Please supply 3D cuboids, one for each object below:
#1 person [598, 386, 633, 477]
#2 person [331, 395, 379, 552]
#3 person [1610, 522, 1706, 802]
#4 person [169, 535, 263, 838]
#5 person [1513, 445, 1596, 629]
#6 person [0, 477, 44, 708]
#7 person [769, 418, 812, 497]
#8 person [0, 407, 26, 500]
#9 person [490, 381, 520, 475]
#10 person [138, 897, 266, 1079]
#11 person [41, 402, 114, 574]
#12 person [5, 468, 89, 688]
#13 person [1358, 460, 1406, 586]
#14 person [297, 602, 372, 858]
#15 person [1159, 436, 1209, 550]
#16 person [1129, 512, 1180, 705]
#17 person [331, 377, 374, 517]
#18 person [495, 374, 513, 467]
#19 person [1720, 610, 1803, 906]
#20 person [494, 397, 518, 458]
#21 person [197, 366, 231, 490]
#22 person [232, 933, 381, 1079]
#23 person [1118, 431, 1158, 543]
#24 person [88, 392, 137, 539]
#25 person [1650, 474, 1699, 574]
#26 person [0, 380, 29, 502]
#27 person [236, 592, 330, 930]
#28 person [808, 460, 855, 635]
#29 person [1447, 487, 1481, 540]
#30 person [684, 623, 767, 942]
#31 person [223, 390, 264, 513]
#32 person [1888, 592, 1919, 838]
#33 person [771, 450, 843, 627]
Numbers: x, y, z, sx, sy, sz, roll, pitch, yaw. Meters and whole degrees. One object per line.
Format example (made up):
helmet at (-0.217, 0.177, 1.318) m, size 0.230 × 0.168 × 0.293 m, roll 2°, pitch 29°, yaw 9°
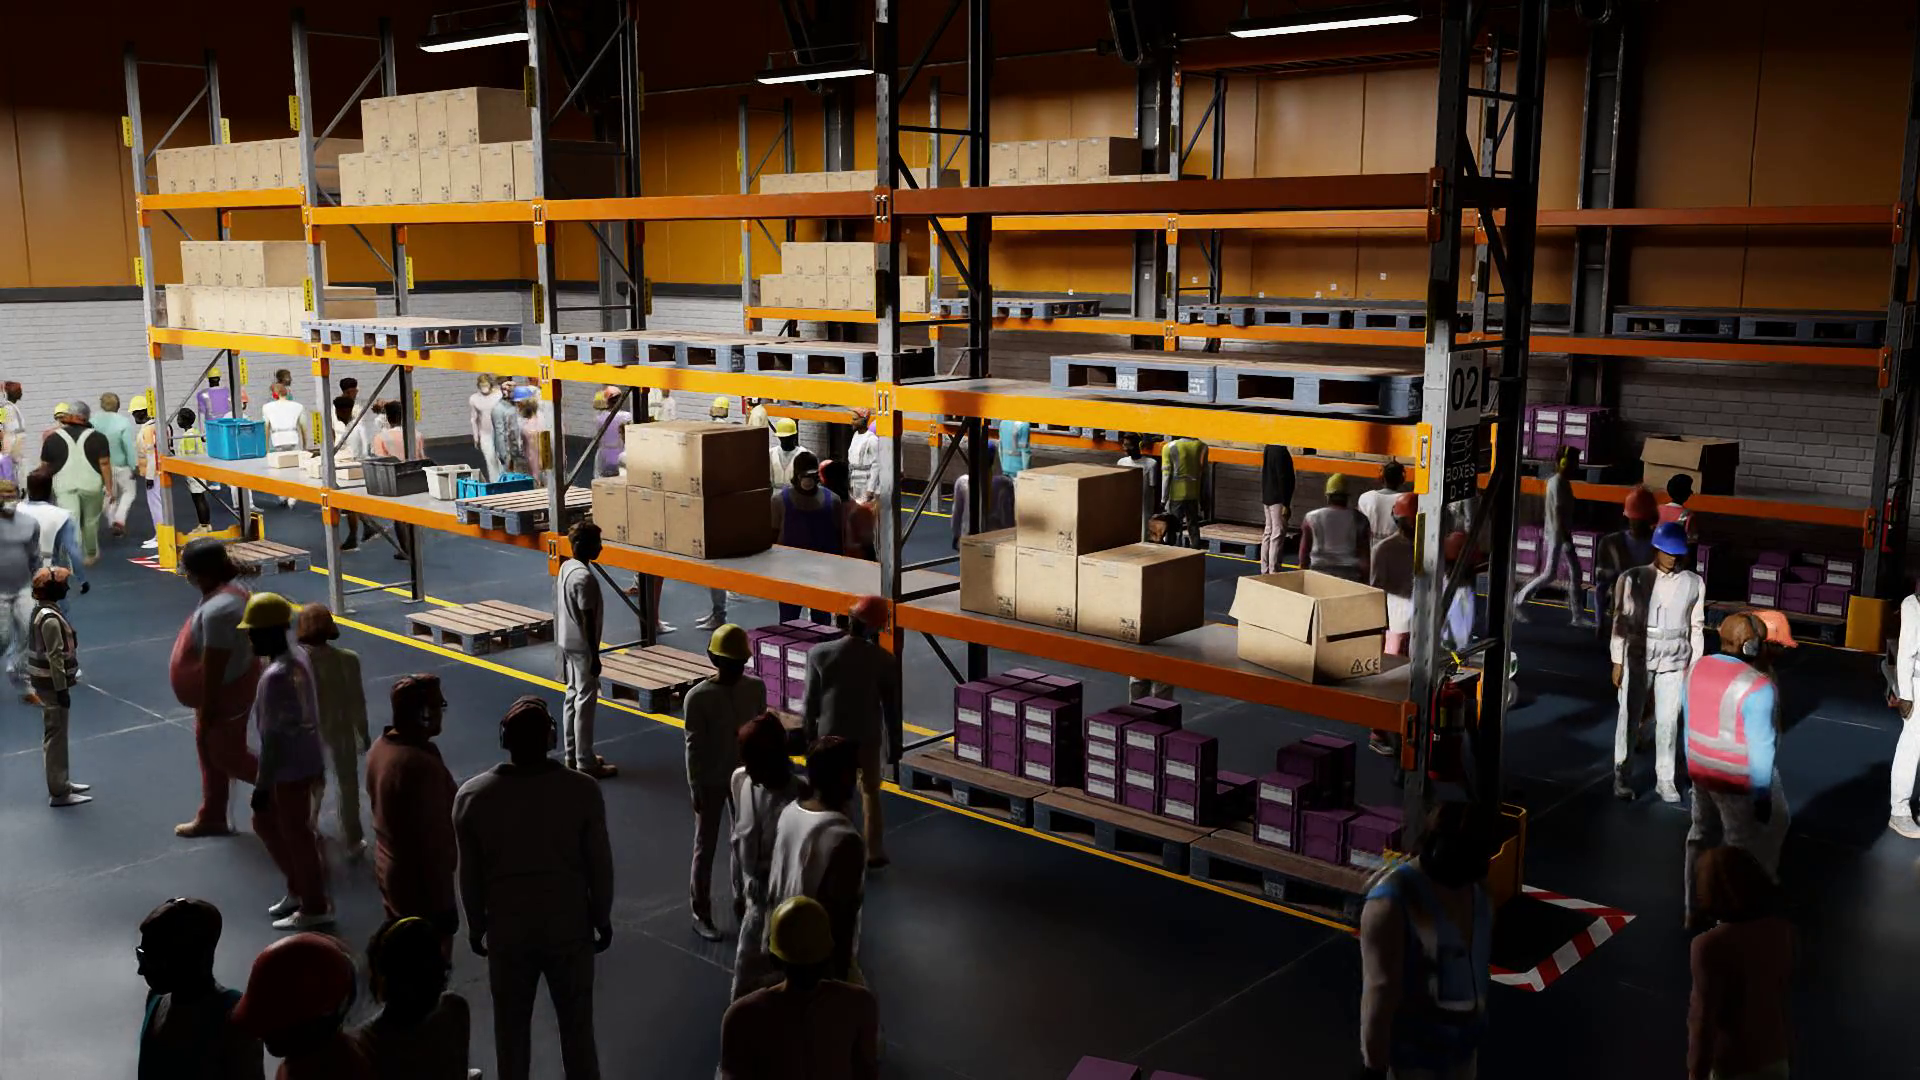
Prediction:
person at (-4.338, -0.979, 21.420) m, size 0.685 × 1.981 × 0.408 m, roll 7°, pitch 13°, yaw 36°
person at (-7.565, -0.831, 20.616) m, size 0.444 × 1.953 × 0.671 m, roll -2°, pitch 10°, yaw -11°
person at (4.741, 0.826, 11.320) m, size 0.605 × 1.939 × 0.416 m, roll 1°, pitch 10°, yaw 7°
person at (-4.576, 0.912, 10.533) m, size 0.820 × 2.000 × 0.682 m, roll -4°, pitch 11°, yaw -20°
person at (5.917, -0.037, 16.500) m, size 0.881 × 1.832 × 0.525 m, roll 6°, pitch 12°, yaw 33°
person at (-7.816, 0.425, 13.623) m, size 0.619 × 1.920 × 0.628 m, roll 6°, pitch 12°, yaw 32°
person at (-1.868, -0.386, 18.225) m, size 0.589 × 1.918 × 0.399 m, roll 3°, pitch 10°, yaw 15°
person at (-11.507, -0.674, 19.902) m, size 0.464 × 1.903 × 0.584 m, roll 10°, pitch 14°, yaw 44°
person at (-6.238, -1.257, 23.177) m, size 0.409 × 1.909 × 0.641 m, roll 2°, pitch 10°, yaw 14°
person at (-2.319, 1.972, 5.098) m, size 0.506 × 1.846 × 0.346 m, roll 6°, pitch 12°, yaw 29°
person at (-10.292, -0.654, 19.391) m, size 0.751 × 2.000 × 1.002 m, roll -4°, pitch 11°, yaw -24°
person at (-7.857, 0.352, 14.180) m, size 0.648 × 1.879 × 0.745 m, roll 0°, pitch 10°, yaw 0°
person at (3.887, 0.193, 15.203) m, size 0.584 × 1.833 × 0.408 m, roll 7°, pitch 12°, yaw 36°
person at (-3.883, 1.196, 10.128) m, size 0.526 × 1.617 × 0.500 m, roll -1°, pitch 10°, yaw -4°
person at (2.535, -0.516, 18.928) m, size 0.595 × 1.924 × 0.374 m, roll -4°, pitch 11°, yaw -22°
person at (1.473, 0.702, 12.330) m, size 0.429 × 1.832 × 0.630 m, roll -7°, pitch 12°, yaw -36°
person at (-8.502, -1.291, 23.199) m, size 0.607 × 1.966 × 0.373 m, roll 6°, pitch 12°, yaw 31°
person at (-7.670, -2.051, 28.130) m, size 0.297 × 1.744 × 0.487 m, roll 2°, pitch 10°, yaw 9°
person at (4.566, 1.261, 9.416) m, size 0.583 × 1.732 × 0.568 m, roll -10°, pitch 14°, yaw -43°
person at (-6.412, -1.279, 23.784) m, size 0.573 × 1.738 × 0.352 m, roll 6°, pitch 11°, yaw 29°
person at (-11.534, -1.734, 25.855) m, size 0.588 × 1.919 × 0.401 m, roll -9°, pitch 14°, yaw -43°
person at (-1.760, 2.004, 4.563) m, size 0.506 × 1.974 × 0.635 m, roll -7°, pitch 12°, yaw -34°
person at (1.869, -0.254, 17.666) m, size 0.529 × 1.856 × 0.336 m, roll 8°, pitch 13°, yaw 38°
person at (-10.916, -0.957, 21.478) m, size 0.636 × 1.915 × 0.419 m, roll 1°, pitch 10°, yaw 3°
person at (6.590, 0.230, 15.365) m, size 0.316 × 1.695 × 0.542 m, roll -5°, pitch 11°, yaw -26°
person at (-13.664, -1.358, 23.883) m, size 0.646 × 1.869 × 0.597 m, roll -6°, pitch 11°, yaw -29°
person at (-3.743, 1.229, 9.128) m, size 0.502 × 1.910 × 0.586 m, roll -3°, pitch 10°, yaw -15°
person at (-1.270, 0.089, 16.018) m, size 0.559 × 1.745 × 0.333 m, roll -2°, pitch 10°, yaw -14°
person at (4.786, 0.047, 16.010) m, size 0.404 × 1.833 × 0.591 m, roll 0°, pitch 10°, yaw 0°
person at (-1.253, 1.311, 9.091) m, size 0.523 × 1.759 × 0.351 m, roll -8°, pitch 13°, yaw -40°
person at (-10.182, -1.255, 23.597) m, size 0.569 × 1.751 × 0.329 m, roll 7°, pitch 12°, yaw 34°
person at (6.265, 0.967, 10.665) m, size 0.573 × 1.885 × 0.356 m, roll -3°, pitch 10°, yaw -15°
person at (-1.311, 0.233, 14.375) m, size 0.678 × 2.000 × 0.537 m, roll -3°, pitch 10°, yaw -17°
